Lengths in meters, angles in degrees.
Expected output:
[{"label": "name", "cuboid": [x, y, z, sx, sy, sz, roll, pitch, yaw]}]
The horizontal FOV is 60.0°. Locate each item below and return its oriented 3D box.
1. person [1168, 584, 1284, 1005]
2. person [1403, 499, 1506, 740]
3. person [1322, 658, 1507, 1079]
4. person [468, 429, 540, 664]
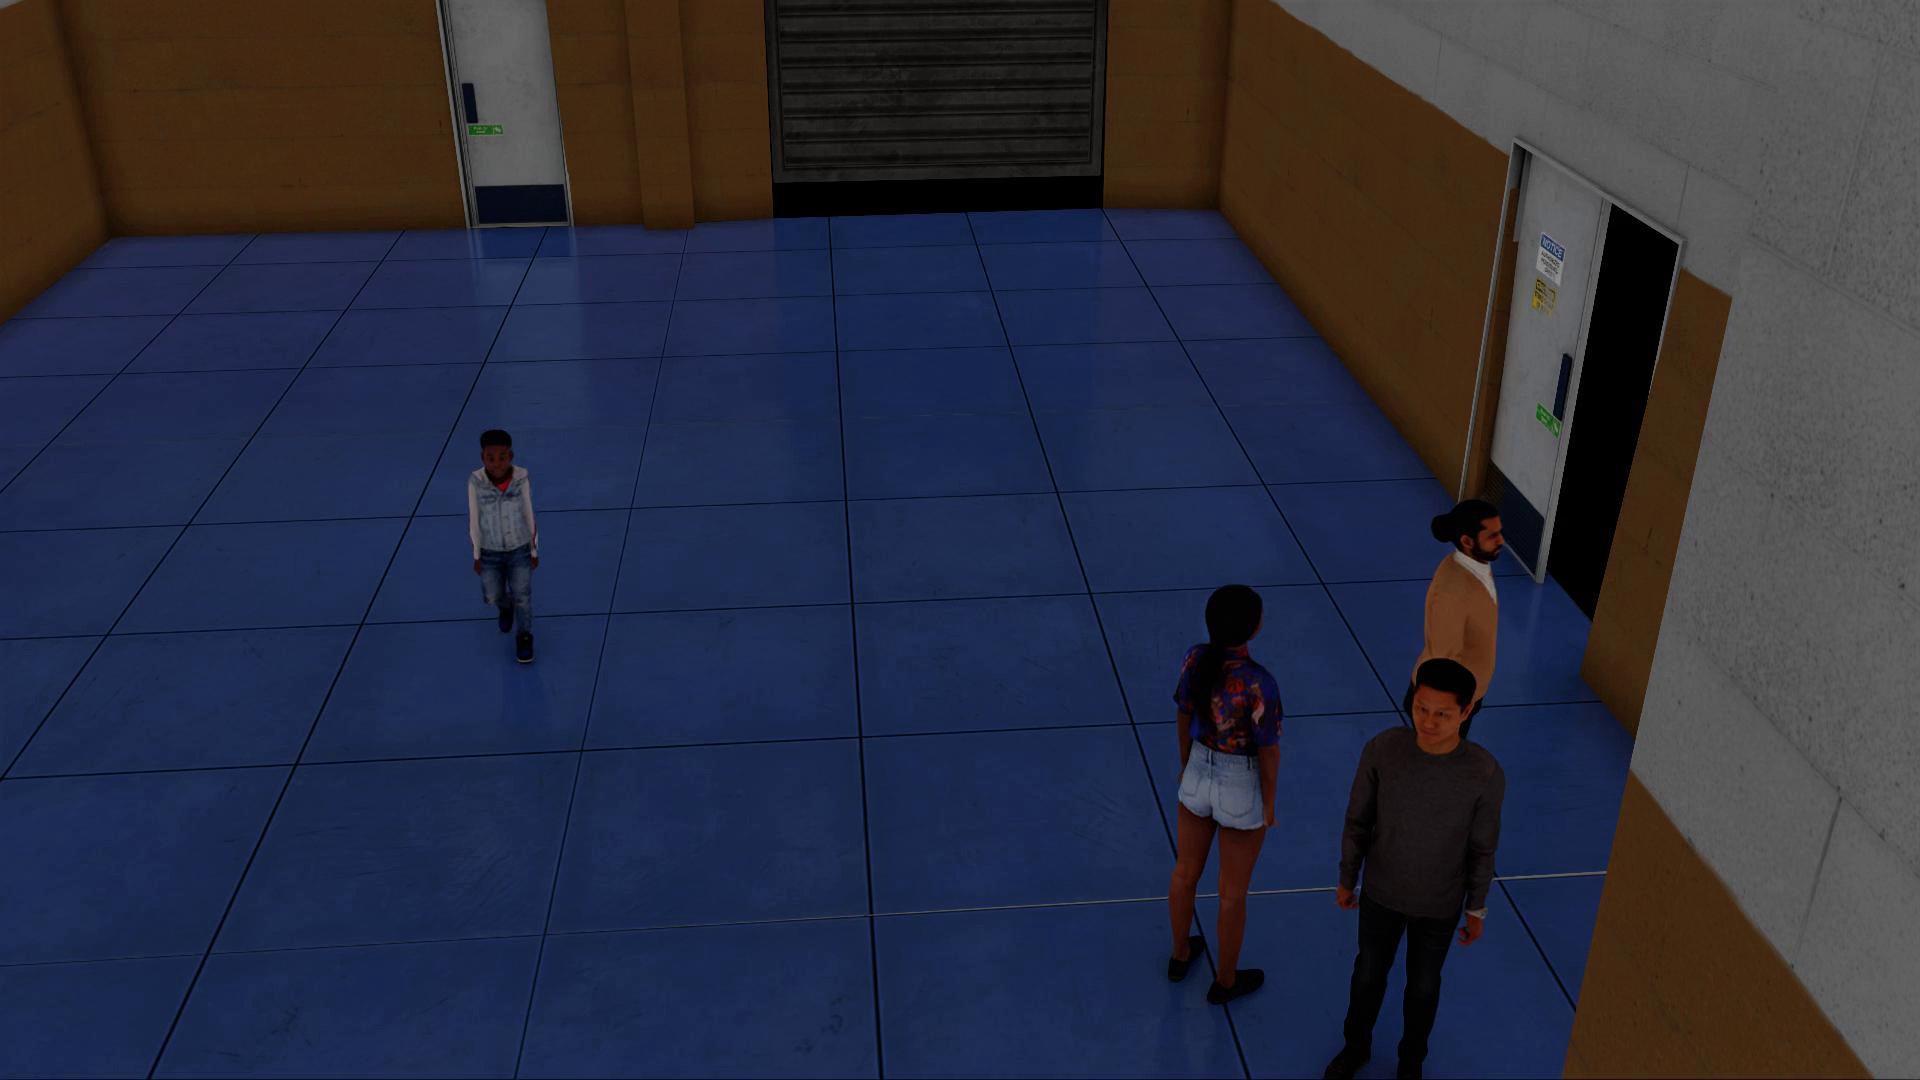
[{"label": "person", "cuboid": [0.967, 0.933, 6.157, 0.666, 1.743, 0.715, 23, 35, 37]}, {"label": "person", "cuboid": [1.969, 0.635, 6.725, 0.759, 1.754, 0.753, 12, 29, 22]}, {"label": "person", "cuboid": [1.548, 1.178, 5.648, 0.648, 1.766, 0.781, -9, 28, -17]}, {"label": "person", "cuboid": [-2.333, -0.006, 8.550, 0.614, 1.254, 0.579, -5, 27, -9]}]
